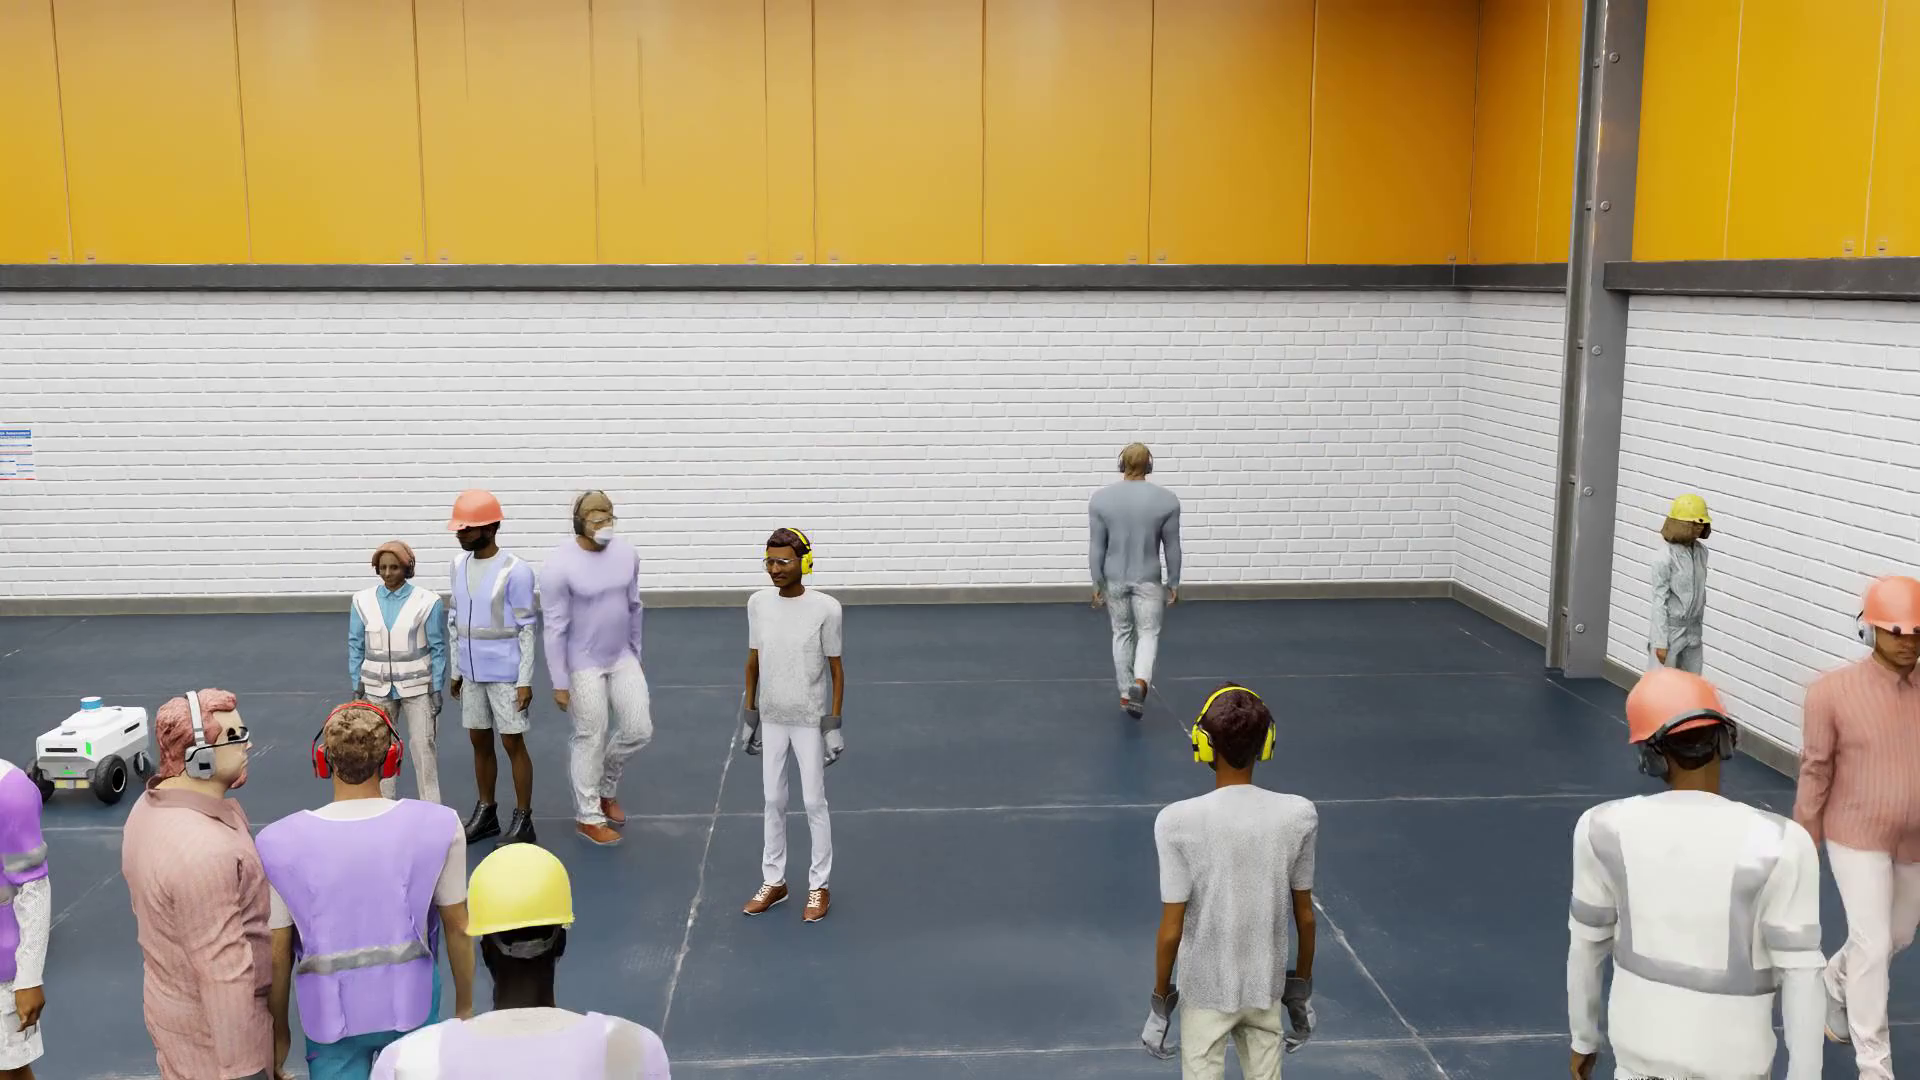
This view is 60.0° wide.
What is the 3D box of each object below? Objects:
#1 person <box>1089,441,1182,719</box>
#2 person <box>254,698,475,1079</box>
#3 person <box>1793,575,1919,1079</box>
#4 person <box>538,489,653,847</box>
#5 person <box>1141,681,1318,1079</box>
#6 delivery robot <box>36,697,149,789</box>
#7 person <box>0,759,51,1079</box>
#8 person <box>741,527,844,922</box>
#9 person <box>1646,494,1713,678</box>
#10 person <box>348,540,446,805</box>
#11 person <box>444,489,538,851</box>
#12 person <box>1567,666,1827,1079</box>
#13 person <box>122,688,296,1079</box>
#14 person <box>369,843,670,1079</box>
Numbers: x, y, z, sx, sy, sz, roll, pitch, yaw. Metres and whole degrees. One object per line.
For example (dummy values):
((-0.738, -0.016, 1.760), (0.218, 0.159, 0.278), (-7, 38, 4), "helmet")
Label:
((1.185, 0.282, 11.355), (0.633, 1.917, 0.762), (2, 9, 10), "person")
((-1.668, 1.369, 4.729), (0.570, 1.843, 0.372), (-3, 10, -20), "person")
((3.418, 1.077, 6.201), (0.604, 1.965, 0.957), (0, 9, -1), "person")
((-1.909, 0.682, 8.819), (0.432, 1.918, 0.649), (7, 12, 38), "person")
((0.788, 1.339, 4.859), (0.533, 1.864, 0.310), (-2, 9, -13), "person")
((-5.084, 1.165, 9.761), (0.477, 0.478, 0.707), (0, 9, 0), "delivery robot")
((-3.028, 1.276, 5.027), (0.552, 1.935, 0.373), (2, 9, 14), "person")
((-0.796, 0.862, 7.842), (0.530, 1.871, 0.323), (3, 10, 18), "person")
((4.347, 0.580, 10.038), (0.496, 1.737, 0.321), (-6, 11, -33), "person")
((-2.995, 0.811, 8.885), (0.513, 1.638, 0.307), (0, 9, -1), "person")
((-2.478, 0.687, 8.731), (0.550, 1.933, 0.375), (5, 10, 27), "person")
((1.877, 1.360, 4.342), (0.683, 1.991, 0.734), (7, 12, 39), "person")
((-2.061, 1.351, 4.651), (0.408, 1.909, 0.638), (-7, 12, -38), "person")
((-0.863, 1.584, 3.270), (0.643, 1.887, 0.783), (-3, 9, -16), "person")
